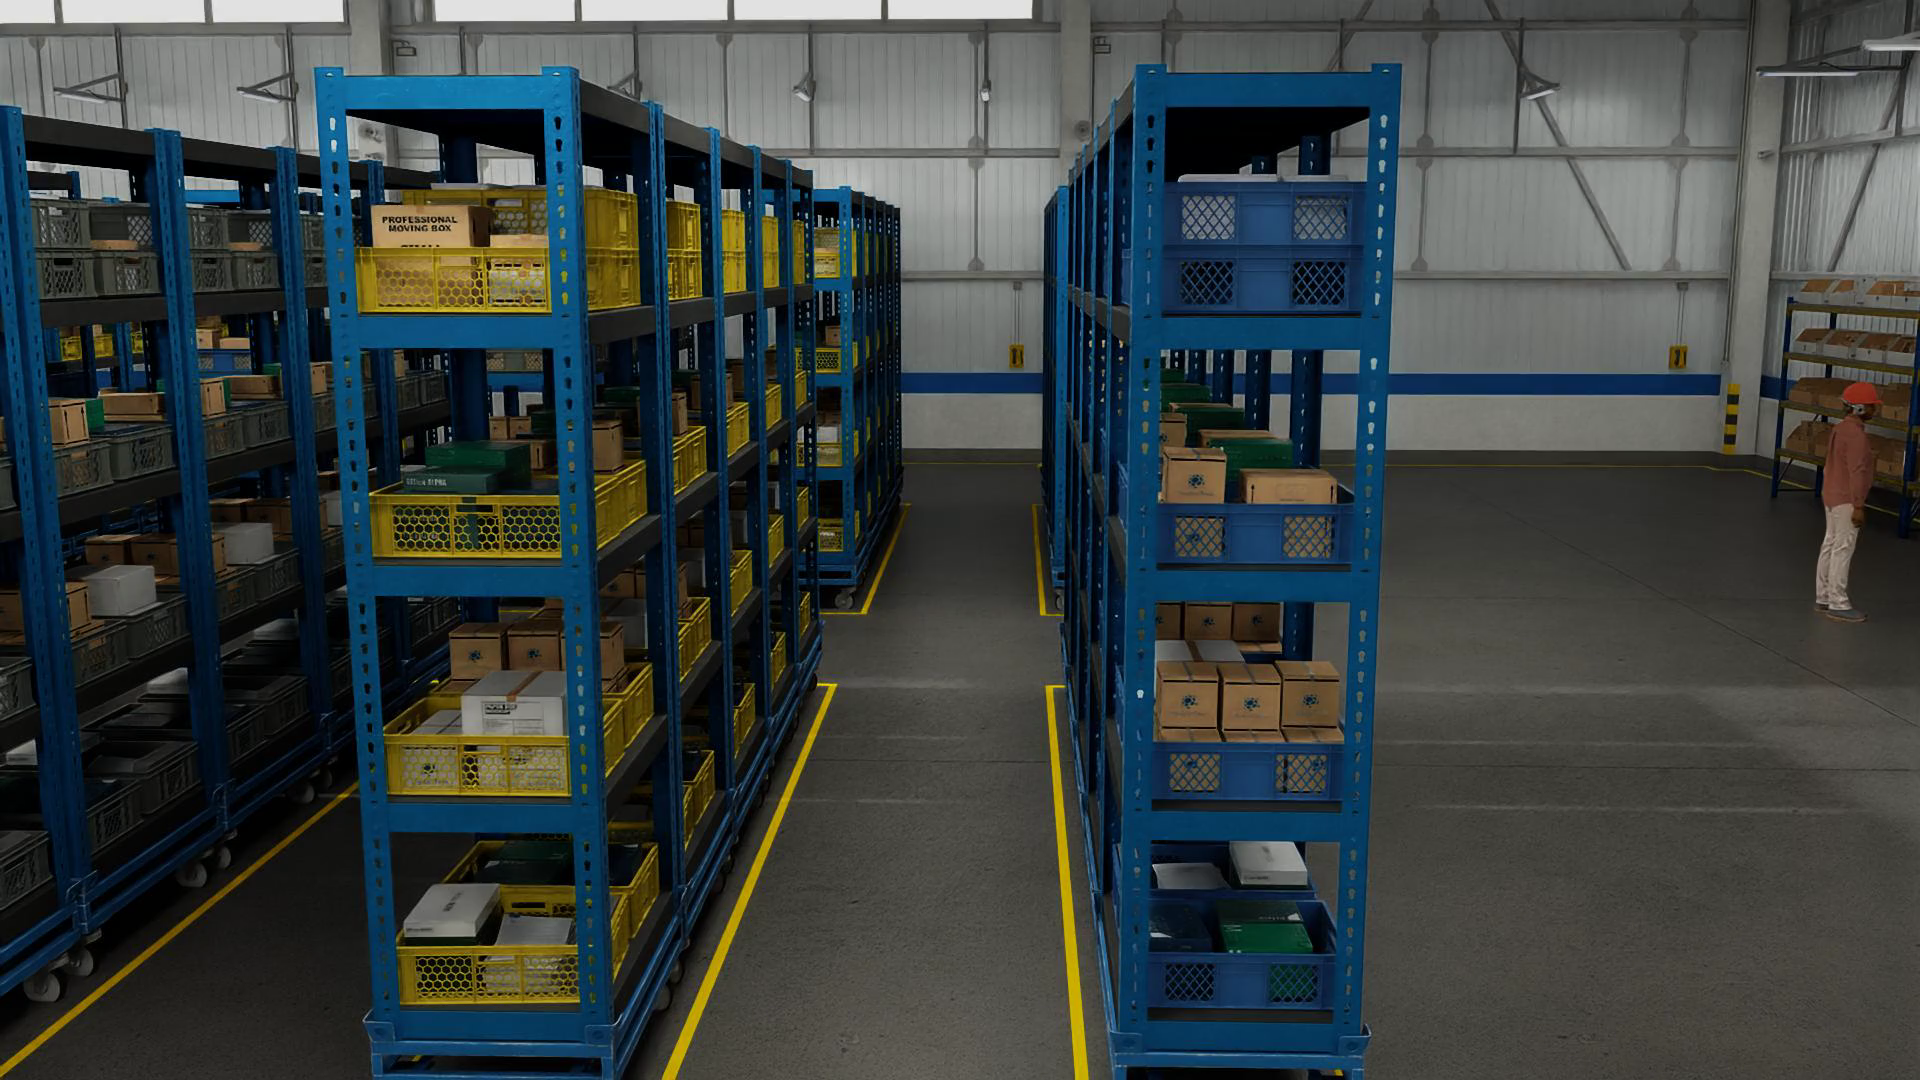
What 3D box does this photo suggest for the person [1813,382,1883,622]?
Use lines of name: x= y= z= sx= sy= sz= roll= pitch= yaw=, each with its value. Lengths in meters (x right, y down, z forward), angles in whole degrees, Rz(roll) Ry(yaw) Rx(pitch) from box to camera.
person: x=7.421 y=-0.323 z=13.899 sx=0.381 sy=1.996 sz=0.608 roll=2 pitch=10 yaw=10
